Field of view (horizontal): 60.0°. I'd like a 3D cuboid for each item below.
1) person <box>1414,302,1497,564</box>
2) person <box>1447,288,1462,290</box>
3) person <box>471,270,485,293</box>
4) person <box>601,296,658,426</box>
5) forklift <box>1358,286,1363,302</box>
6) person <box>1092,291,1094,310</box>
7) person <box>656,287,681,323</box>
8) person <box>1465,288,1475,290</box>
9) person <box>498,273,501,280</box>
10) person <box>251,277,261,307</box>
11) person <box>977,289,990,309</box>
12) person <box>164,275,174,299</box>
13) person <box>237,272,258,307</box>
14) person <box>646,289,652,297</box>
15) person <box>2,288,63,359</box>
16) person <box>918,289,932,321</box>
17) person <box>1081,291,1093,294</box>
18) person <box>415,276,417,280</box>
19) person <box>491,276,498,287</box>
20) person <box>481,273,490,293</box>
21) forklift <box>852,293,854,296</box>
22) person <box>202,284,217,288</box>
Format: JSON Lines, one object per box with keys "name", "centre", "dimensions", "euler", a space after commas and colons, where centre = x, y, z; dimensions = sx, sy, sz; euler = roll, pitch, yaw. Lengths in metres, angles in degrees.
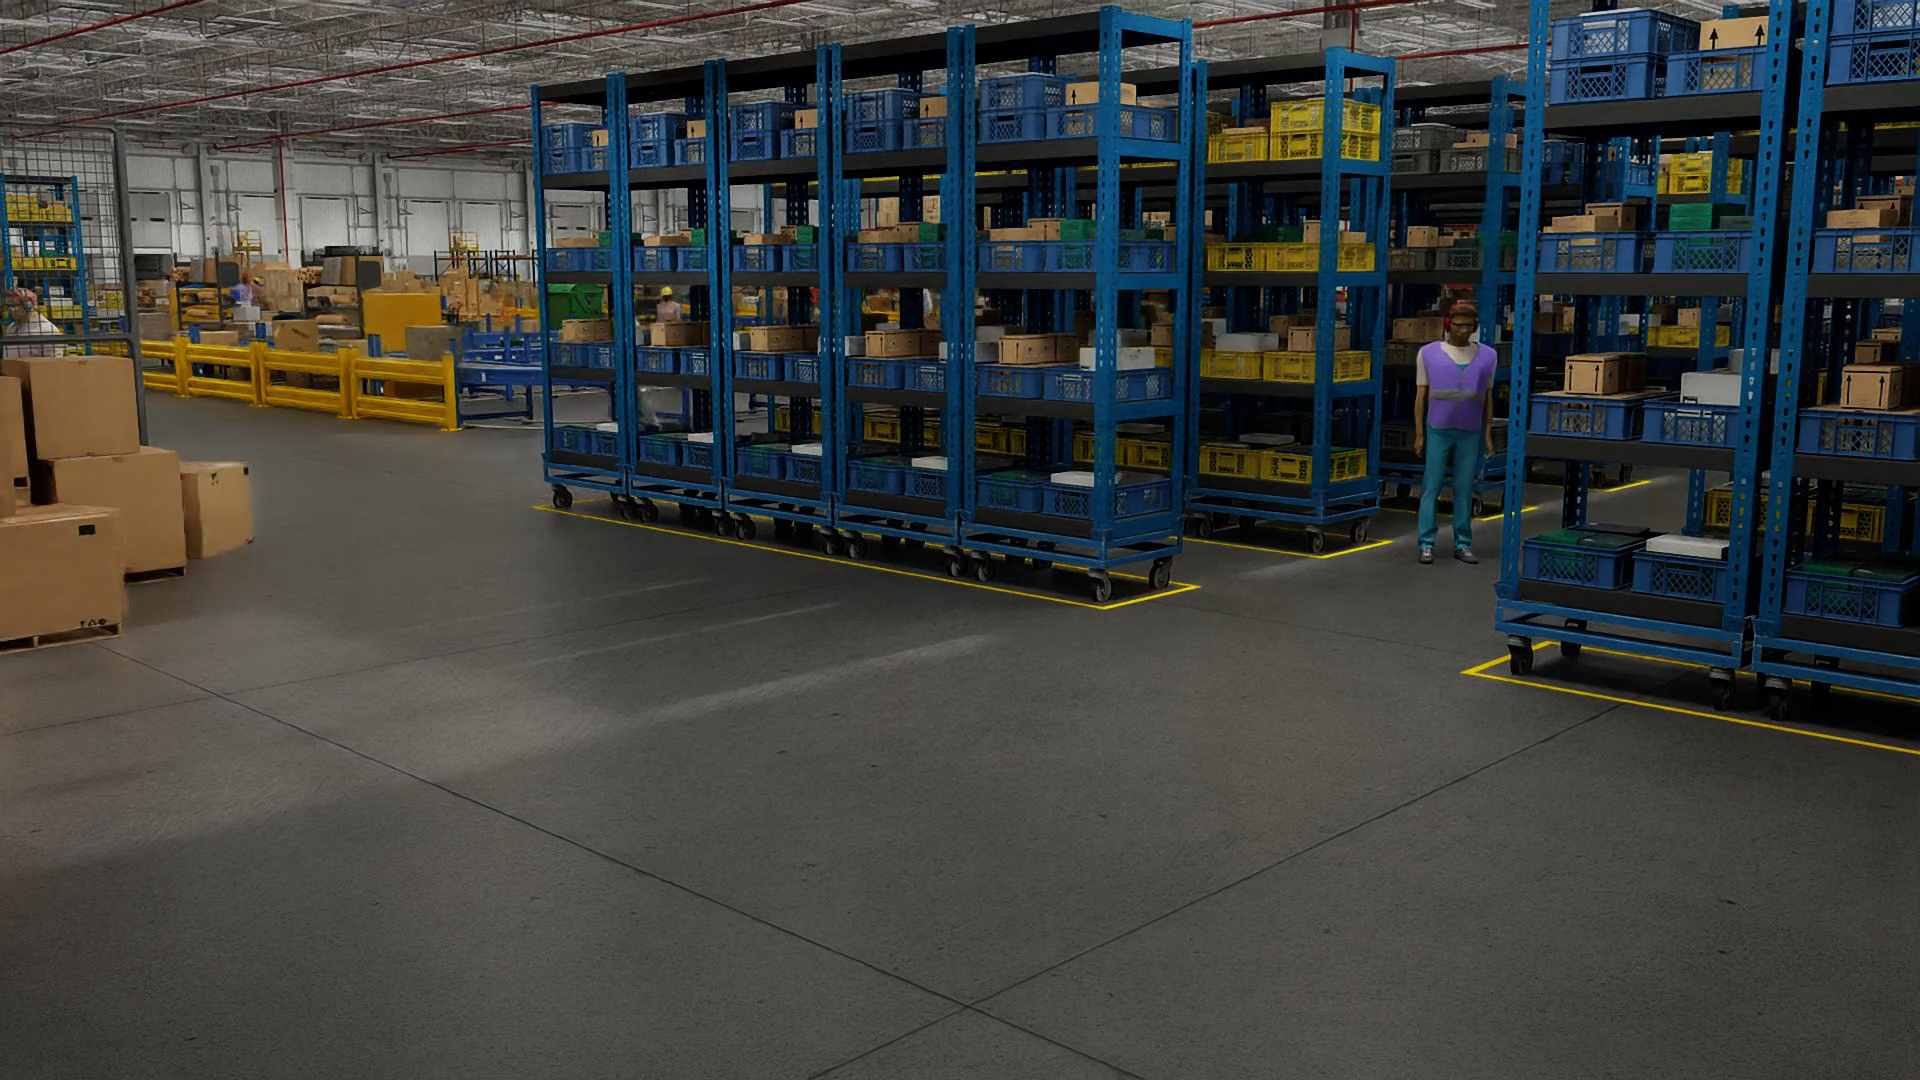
{"name": "person", "centre": [3.473, -0.748, 11.711], "dimensions": [0.566, 1.841, 0.390], "euler": [0, 9, 0]}
{"name": "person", "centre": [19.911, -9.861, 67.079], "dimensions": [0.609, 2.013, 0.497], "euler": [8, 12, 39]}
{"name": "person", "centre": [-17.666, -8.873, 60.915], "dimensions": [0.573, 2.000, 0.684], "euler": [-2, 10, -13]}
{"name": "person", "centre": [-4.108, -2.103, 20.230], "dimensions": [0.983, 1.763, 0.599], "euler": [-3, 10, -20]}
{"name": "forklift", "centre": [11.100, -7.017, 46.970], "dimensions": [1.873, 2.768, 1.129], "euler": [9, 13, 43]}
{"name": "person", "centre": [5.104, -9.200, 63.971], "dimensions": [0.321, 1.696, 0.536], "euler": [-2, 9, -12]}
{"name": "person", "centre": [-5.644, -4.007, 32.060], "dimensions": [0.545, 1.716, 0.930], "euler": [3, 10, 15]}
{"name": "person", "centre": [20.456, -9.737, 66.595], "dimensions": [0.411, 1.919, 0.595], "euler": [-8, 12, -41]}
{"name": "person", "centre": [-23.633, -12.816, 85.637], "dimensions": [1.064, 1.875, 0.733], "euler": [-5, 11, -29]}
{"name": "person", "centre": [-27.449, -9.368, 64.861], "dimensions": [0.537, 1.743, 0.391], "euler": [4, 10, 23]}
{"name": "person", "centre": [0.666, -5.585, 41.907], "dimensions": [0.768, 1.673, 0.539], "euler": [5, 10, 26]}
{"name": "person", "centre": [-36.565, -11.358, 76.921], "dimensions": [0.945, 1.797, 0.639], "euler": [-9, 13, -42]}
{"name": "person", "centre": [-20.224, -6.614, 47.237], "dimensions": [1.073, 1.987, 0.629], "euler": [-1, 9, -4]}
{"name": "person", "centre": [-17.377, -13.998, 93.090], "dimensions": [0.966, 1.802, 0.510], "euler": [-5, 10, -26]}
{"name": "person", "centre": [-8.318, -1.295, 14.885], "dimensions": [0.639, 1.902, 0.406], "euler": [4, 10, 25]}
{"name": "person", "centre": [-1.017, -6.103, 44.759], "dimensions": [0.719, 1.787, 0.406], "euler": [3, 10, 16]}
{"name": "person", "centre": [3.999, -7.460, 52.751], "dimensions": [0.709, 1.887, 0.652], "euler": [-6, 11, -34]}
{"name": "person", "centre": [-22.467, -10.010, 68.558], "dimensions": [0.537, 1.834, 0.952], "euler": [1, 9, 5]}
{"name": "person", "centre": [-21.970, -11.615, 78.637], "dimensions": [0.323, 1.742, 0.492], "euler": [-8, 12, -40]}
{"name": "person", "centre": [-23.892, -12.488, 83.617], "dimensions": [0.645, 1.856, 0.973], "euler": [-4, 10, -26]}
{"name": "forklift", "centre": [-4.445, -11.450, 74.147], "dimensions": [1.873, 2.768, 1.129], "euler": [9, 13, 43]}
{"name": "person", "centre": [-26.236, -8.416, 58.374], "dimensions": [0.614, 1.962, 0.929], "euler": [-1, 9, -5]}
